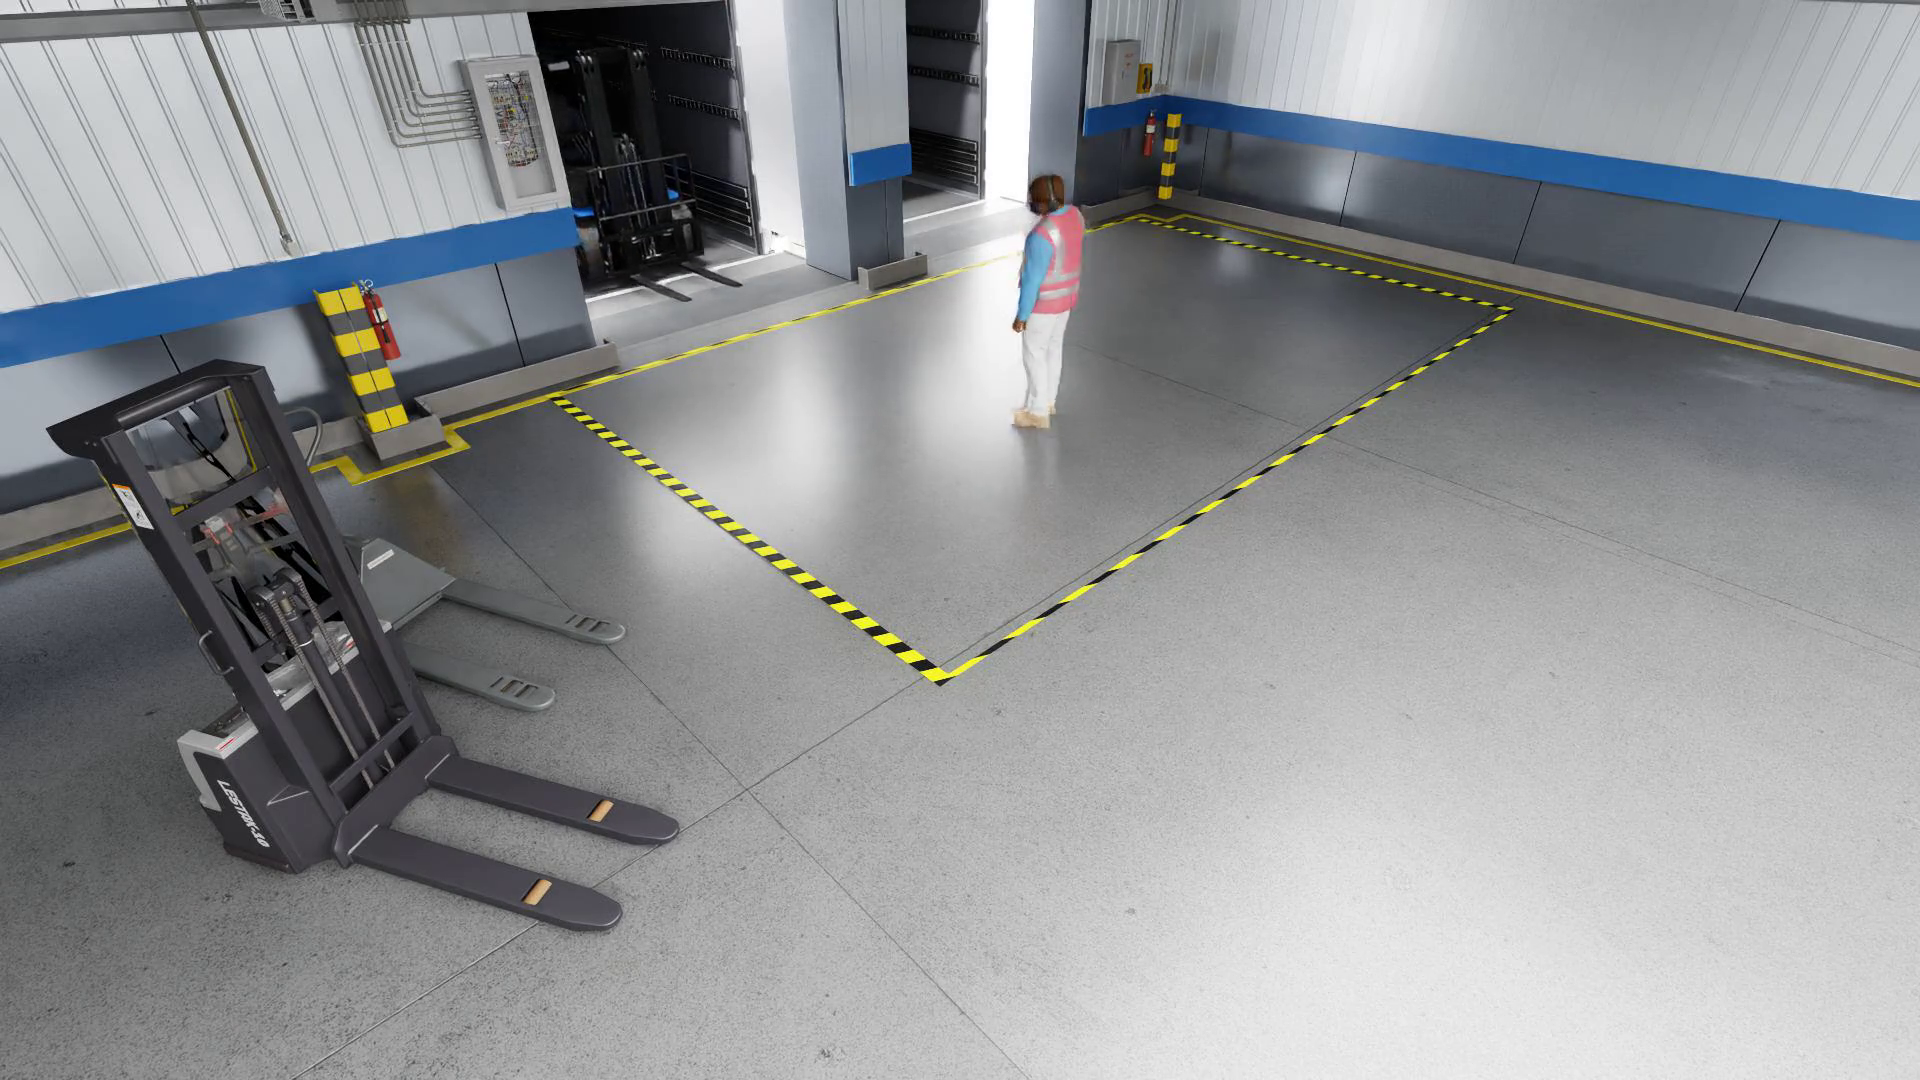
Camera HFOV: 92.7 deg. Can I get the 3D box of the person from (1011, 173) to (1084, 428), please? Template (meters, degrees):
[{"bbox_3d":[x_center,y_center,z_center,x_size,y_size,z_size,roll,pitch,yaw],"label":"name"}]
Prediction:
[{"bbox_3d":[0.630,-1.712,6.650,0.431,1.828,0.675,22,40,29],"label":"person"}]

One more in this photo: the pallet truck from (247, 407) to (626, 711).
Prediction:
[{"bbox_3d":[-2.628,0.038,4.590,1.601,1.201,0.680,12,36,18],"label":"pallet truck"}]

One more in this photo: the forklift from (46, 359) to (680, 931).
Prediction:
[{"bbox_3d":[-2.135,0.422,3.354,1.885,1.965,0.823,10,35,14],"label":"forklift"}]

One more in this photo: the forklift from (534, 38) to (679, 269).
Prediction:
[{"bbox_3d":[-4.107,-4.220,9.855,2.680,2.036,1.157,29,44,36],"label":"forklift"}]
